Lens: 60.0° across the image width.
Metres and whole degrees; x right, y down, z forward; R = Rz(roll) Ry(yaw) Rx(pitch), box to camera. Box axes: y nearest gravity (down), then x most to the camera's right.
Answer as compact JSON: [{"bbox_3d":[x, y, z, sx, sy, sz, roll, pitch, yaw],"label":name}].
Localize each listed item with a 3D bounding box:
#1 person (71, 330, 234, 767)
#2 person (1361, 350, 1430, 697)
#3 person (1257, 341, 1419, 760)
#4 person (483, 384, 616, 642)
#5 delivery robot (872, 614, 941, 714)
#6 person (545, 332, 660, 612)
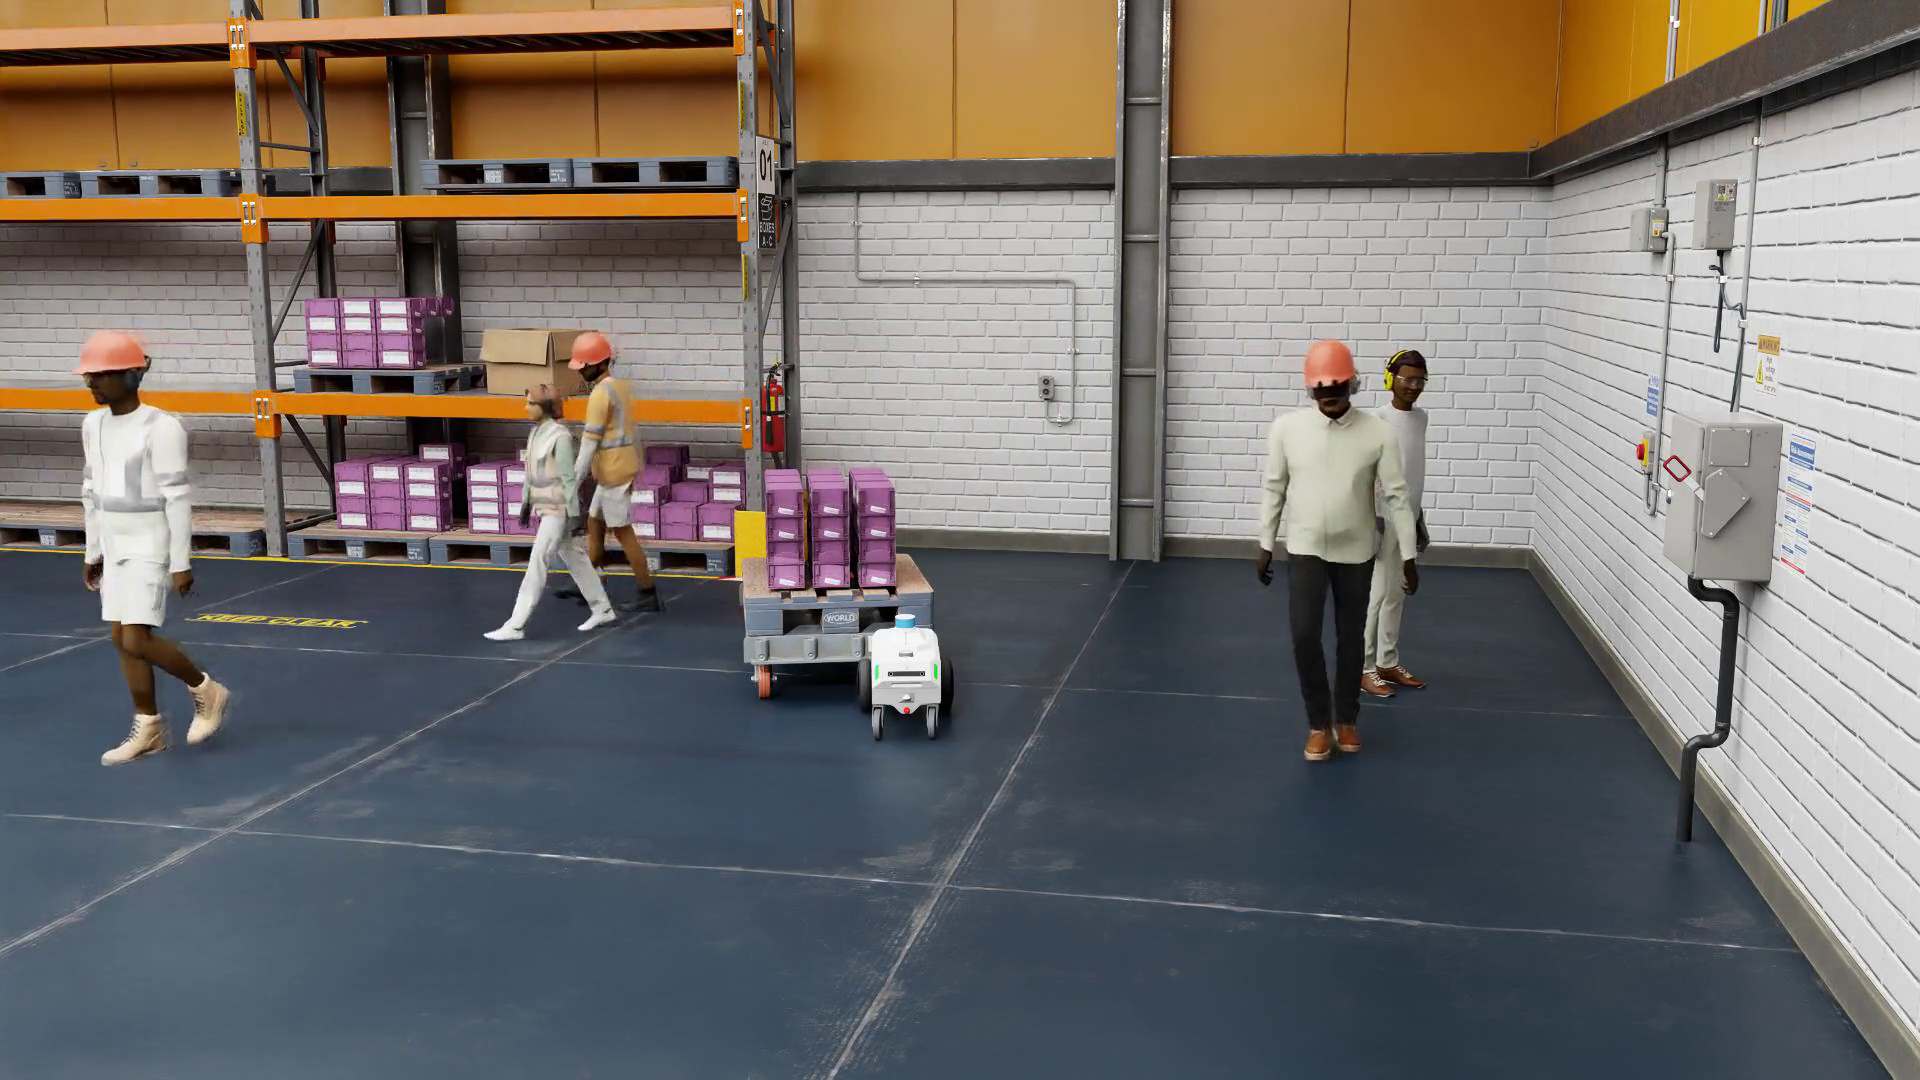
[{"bbox_3d":[-3.793,0.042,7.715,0.618,2.029,0.514,6,11,32],"label":"person"},{"bbox_3d":[2.367,-0.094,9.011,0.521,1.863,0.319,-8,12,-40],"label":"person"},{"bbox_3d":[1.764,0.061,7.760,0.757,1.958,0.690,2,10,14],"label":"person"},{"bbox_3d":[-2.549,-0.180,10.340,0.882,1.588,0.528,-6,11,-31],"label":"person"},{"bbox_3d":[-0.274,0.618,8.368,0.477,0.478,0.707,0,9,-3],"label":"delivery robot"},{"bbox_3d":[-2.414,-0.427,10.982,0.893,1.877,0.562,0,9,-2],"label":"person"}]
